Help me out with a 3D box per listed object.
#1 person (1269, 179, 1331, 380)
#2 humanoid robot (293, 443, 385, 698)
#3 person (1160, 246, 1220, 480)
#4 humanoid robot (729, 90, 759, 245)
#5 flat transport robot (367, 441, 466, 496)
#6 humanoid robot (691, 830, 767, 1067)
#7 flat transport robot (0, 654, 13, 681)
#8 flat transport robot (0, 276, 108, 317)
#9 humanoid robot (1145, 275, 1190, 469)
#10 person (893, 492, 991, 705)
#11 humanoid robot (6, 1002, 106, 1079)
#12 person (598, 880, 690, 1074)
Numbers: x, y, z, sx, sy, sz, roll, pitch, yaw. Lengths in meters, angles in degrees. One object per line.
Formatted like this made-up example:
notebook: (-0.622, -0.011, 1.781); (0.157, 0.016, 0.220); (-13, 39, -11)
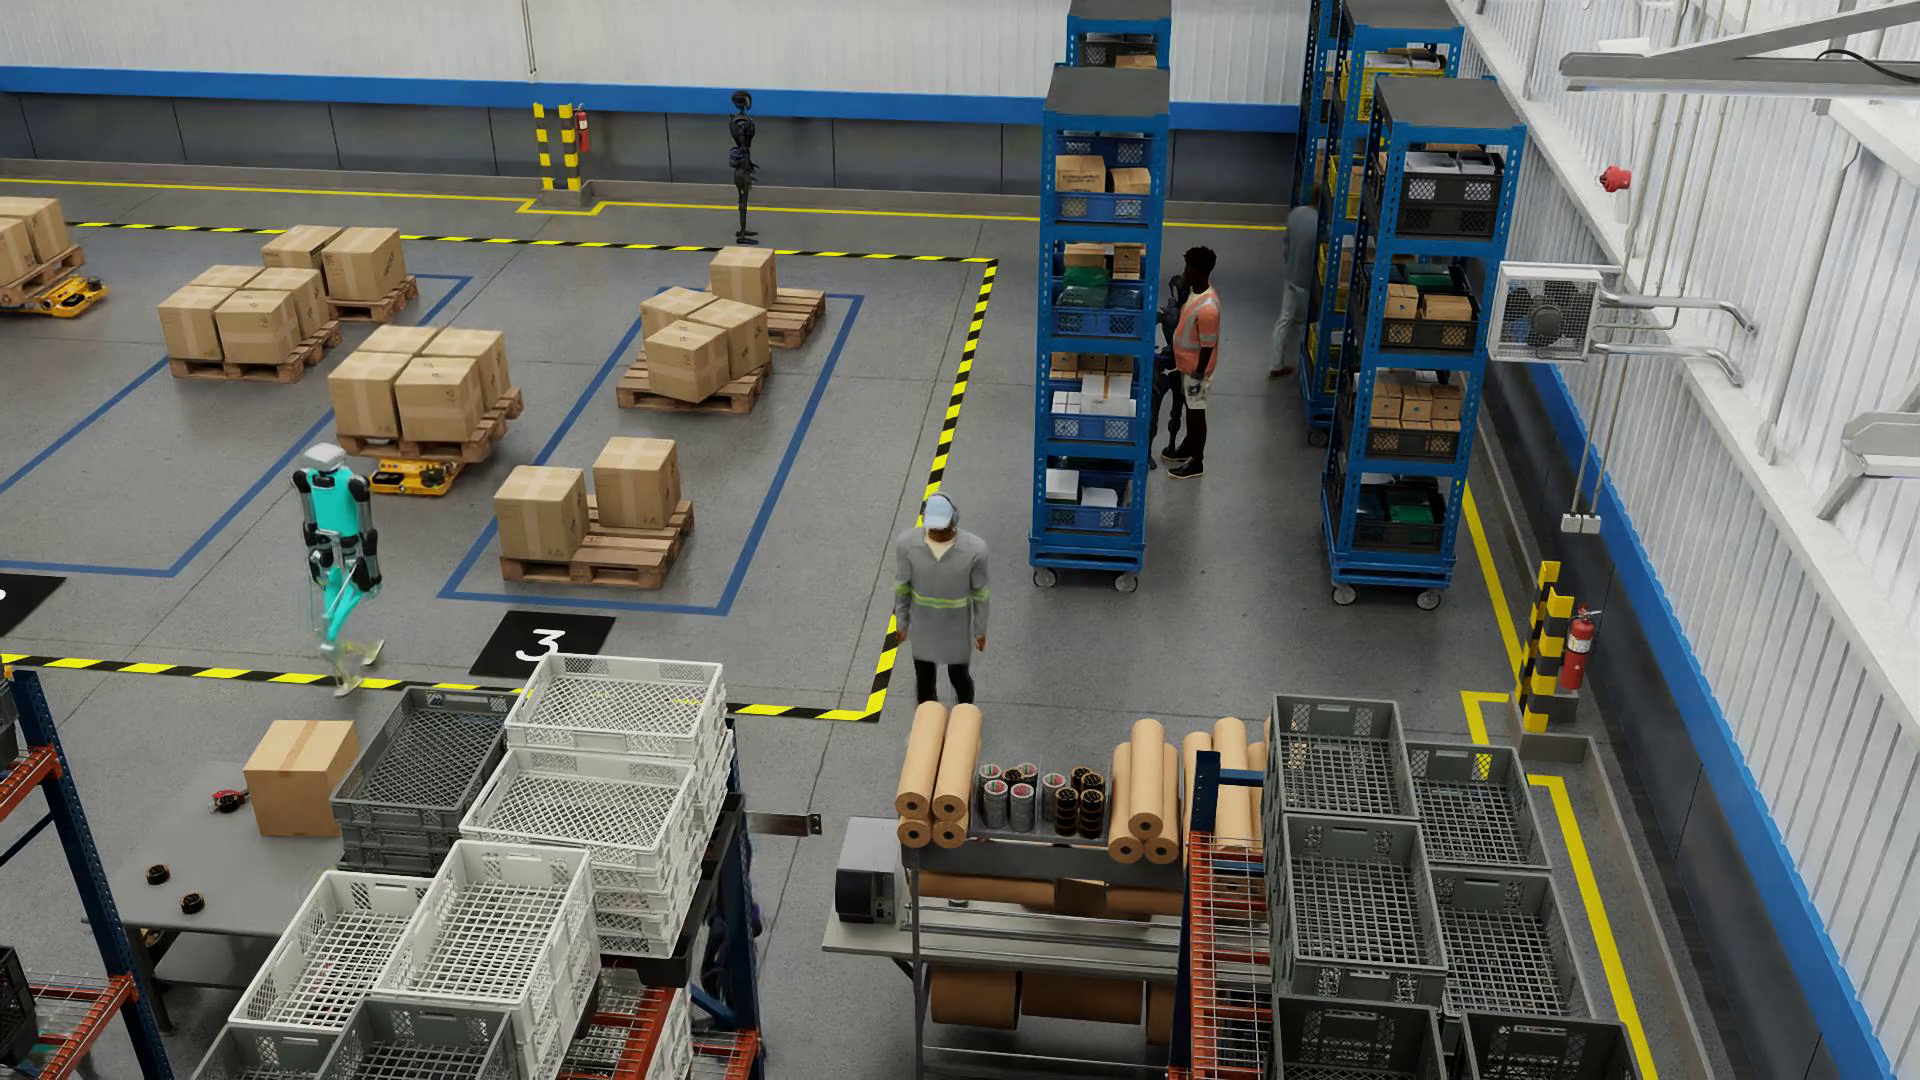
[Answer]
person: (3.155, -2.334, 15.041); (0.436, 1.940, 0.635); (-13, 33, -22)
humanoid robot: (-4.059, 0.279, 10.745); (0.536, 1.763, 0.922); (9, 31, 15)
person: (1.889, -1.437, 13.456); (0.367, 1.966, 0.603); (-2, 30, -3)
humanoid robot: (-2.378, -4.125, 18.341); (0.315, 1.659, 0.599); (-2, 30, -4)
flat transport robot: (-4.426, -0.808, 14.033); (0.652, 0.197, 1.431); (3, 30, 6)
humanoid robot: (-1.148, 1.892, 8.018); (0.376, 1.658, 0.600); (-10, 32, -16)
flat transport robot: (-7.142, 0.969, 11.010); (1.431, 0.231, 0.659); (3, 30, 6)
flat transport robot: (-9.570, -2.523, 16.980); (1.431, 0.197, 0.652); (3, 30, 6)
humanoid robot: (1.746, -1.389, 13.644); (0.599, 1.657, 0.315); (-13, 33, -21)
person: (-0.120, 0.516, 10.232); (0.616, 1.837, 0.617); (5, 31, 9)
humanoid robot: (-4.342, 2.087, 7.651); (0.969, 1.771, 0.539); (-9, 31, -15)
person: (-1.372, 2.219, 7.329); (0.763, 1.816, 0.634); (12, 32, 20)
